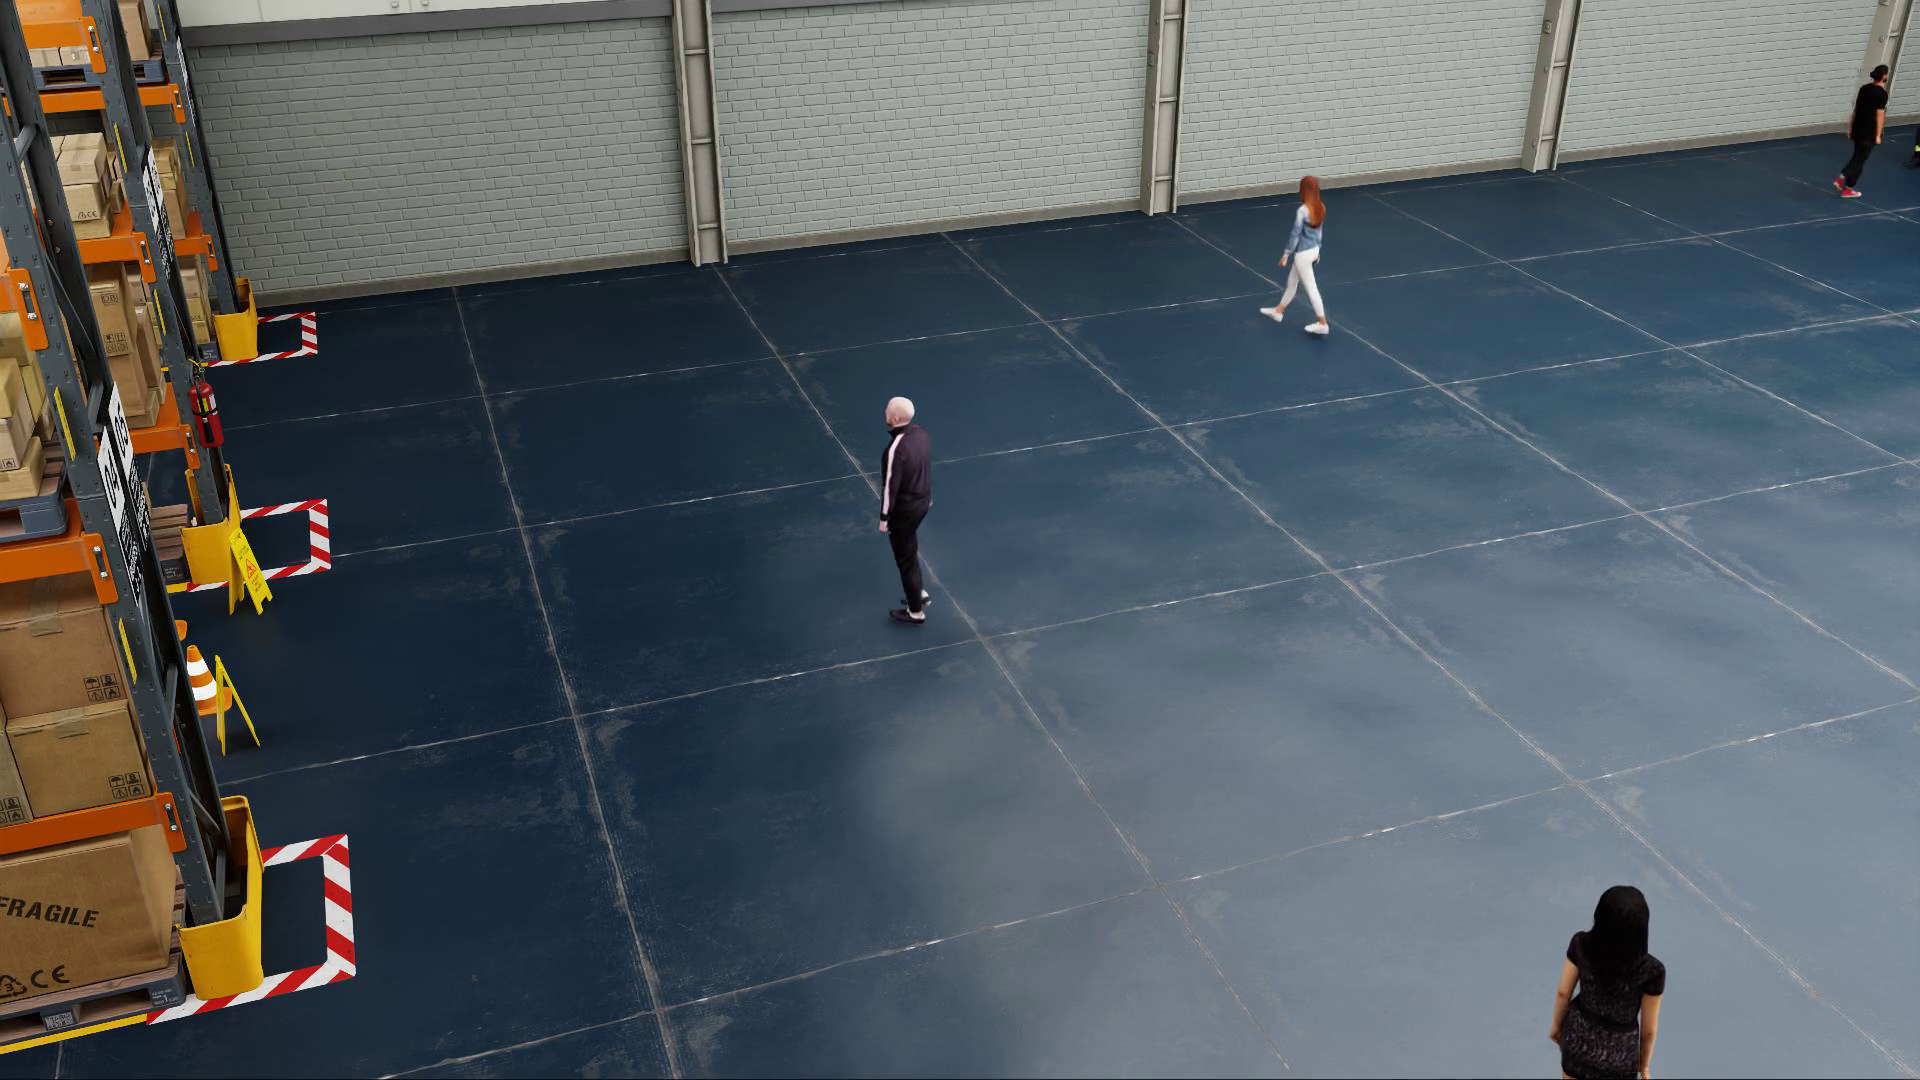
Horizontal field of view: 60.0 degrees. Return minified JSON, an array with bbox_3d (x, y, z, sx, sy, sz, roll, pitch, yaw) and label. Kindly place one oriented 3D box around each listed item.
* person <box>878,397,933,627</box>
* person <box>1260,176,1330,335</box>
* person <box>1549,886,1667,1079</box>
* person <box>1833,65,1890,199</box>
[{"bbox_3d":[-0.298,-0.177,12.153,0.868,1.822,0.808,13,30,22],"label":"person"},{"bbox_3d":[3.720,-2.961,17.558,1.067,1.656,1.122,20,34,33],"label":"person"},{"bbox_3d":[2.837,2.337,7.478,0.812,1.780,0.888,20,34,32],"label":"person"},{"bbox_3d":[11.914,-5.391,22.024,0.701,1.748,0.685,-4,28,-7],"label":"person"}]
